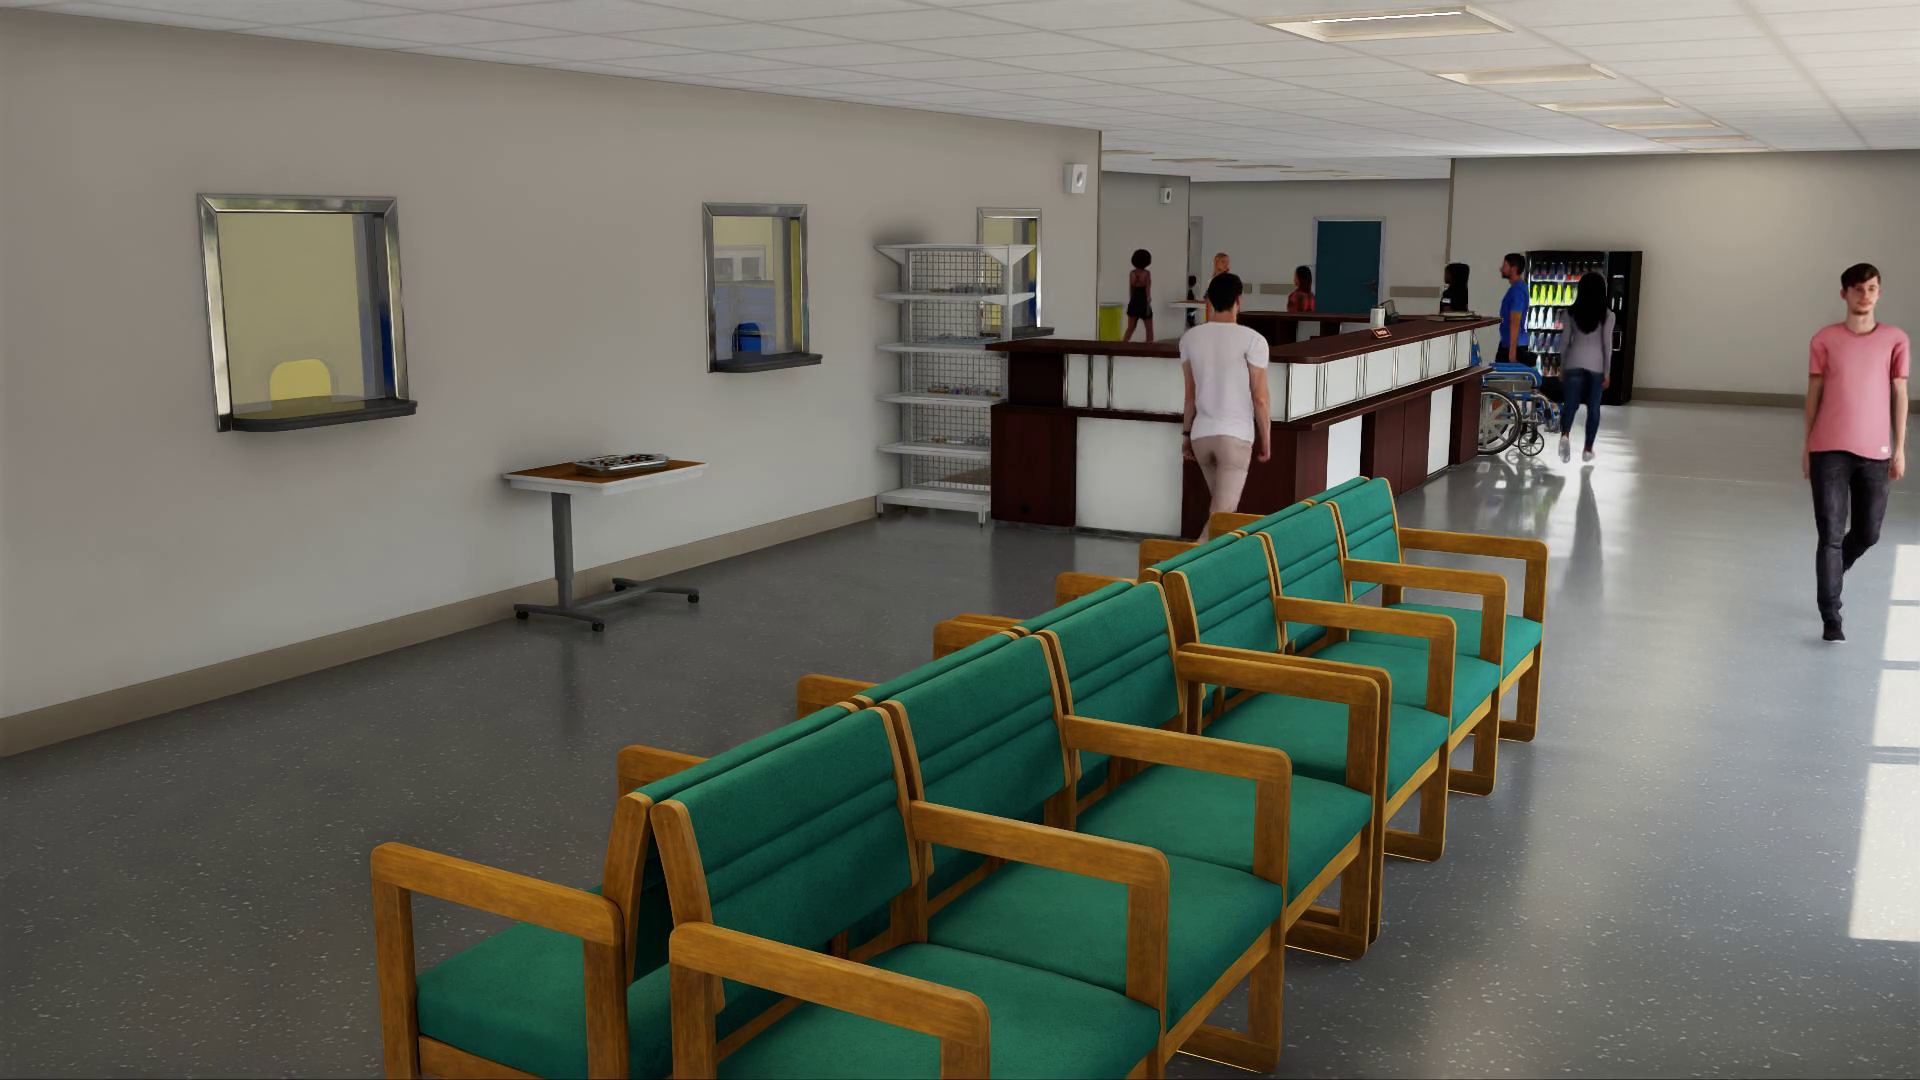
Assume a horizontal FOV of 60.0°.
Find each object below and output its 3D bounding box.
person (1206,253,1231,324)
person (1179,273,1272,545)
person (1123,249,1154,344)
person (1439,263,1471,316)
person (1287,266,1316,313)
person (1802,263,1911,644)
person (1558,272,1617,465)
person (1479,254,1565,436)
[{"bbox_3d":[3.105,-2.609,20.485,0.940,1.782,1.171,-7,13,-32],"label":"person"},{"bbox_3d":[1.445,-0.539,9.381,1.148,1.856,0.820,8,13,35],"label":"person"},{"bbox_3d":[2.664,-3.486,25.224,1.053,1.740,0.683,7,13,35],"label":"person"},{"bbox_3d":[5.640,-2.258,18.819,0.820,1.715,1.060,-9,14,-41],"label":"person"},{"bbox_3d":[3.805,-2.148,18.328,1.079,1.682,0.735,9,14,40],"label":"person"},{"bbox_3d":[4.661,-0.455,8.712,1.054,1.940,0.826,4,11,21],"label":"person"},{"bbox_3d":[5.552,-1.497,14.829,1.043,1.706,0.672,6,12,28],"label":"person"},{"bbox_3d":[5.655,-1.925,16.720,1.209,1.843,0.858,2,11,12],"label":"person"}]
